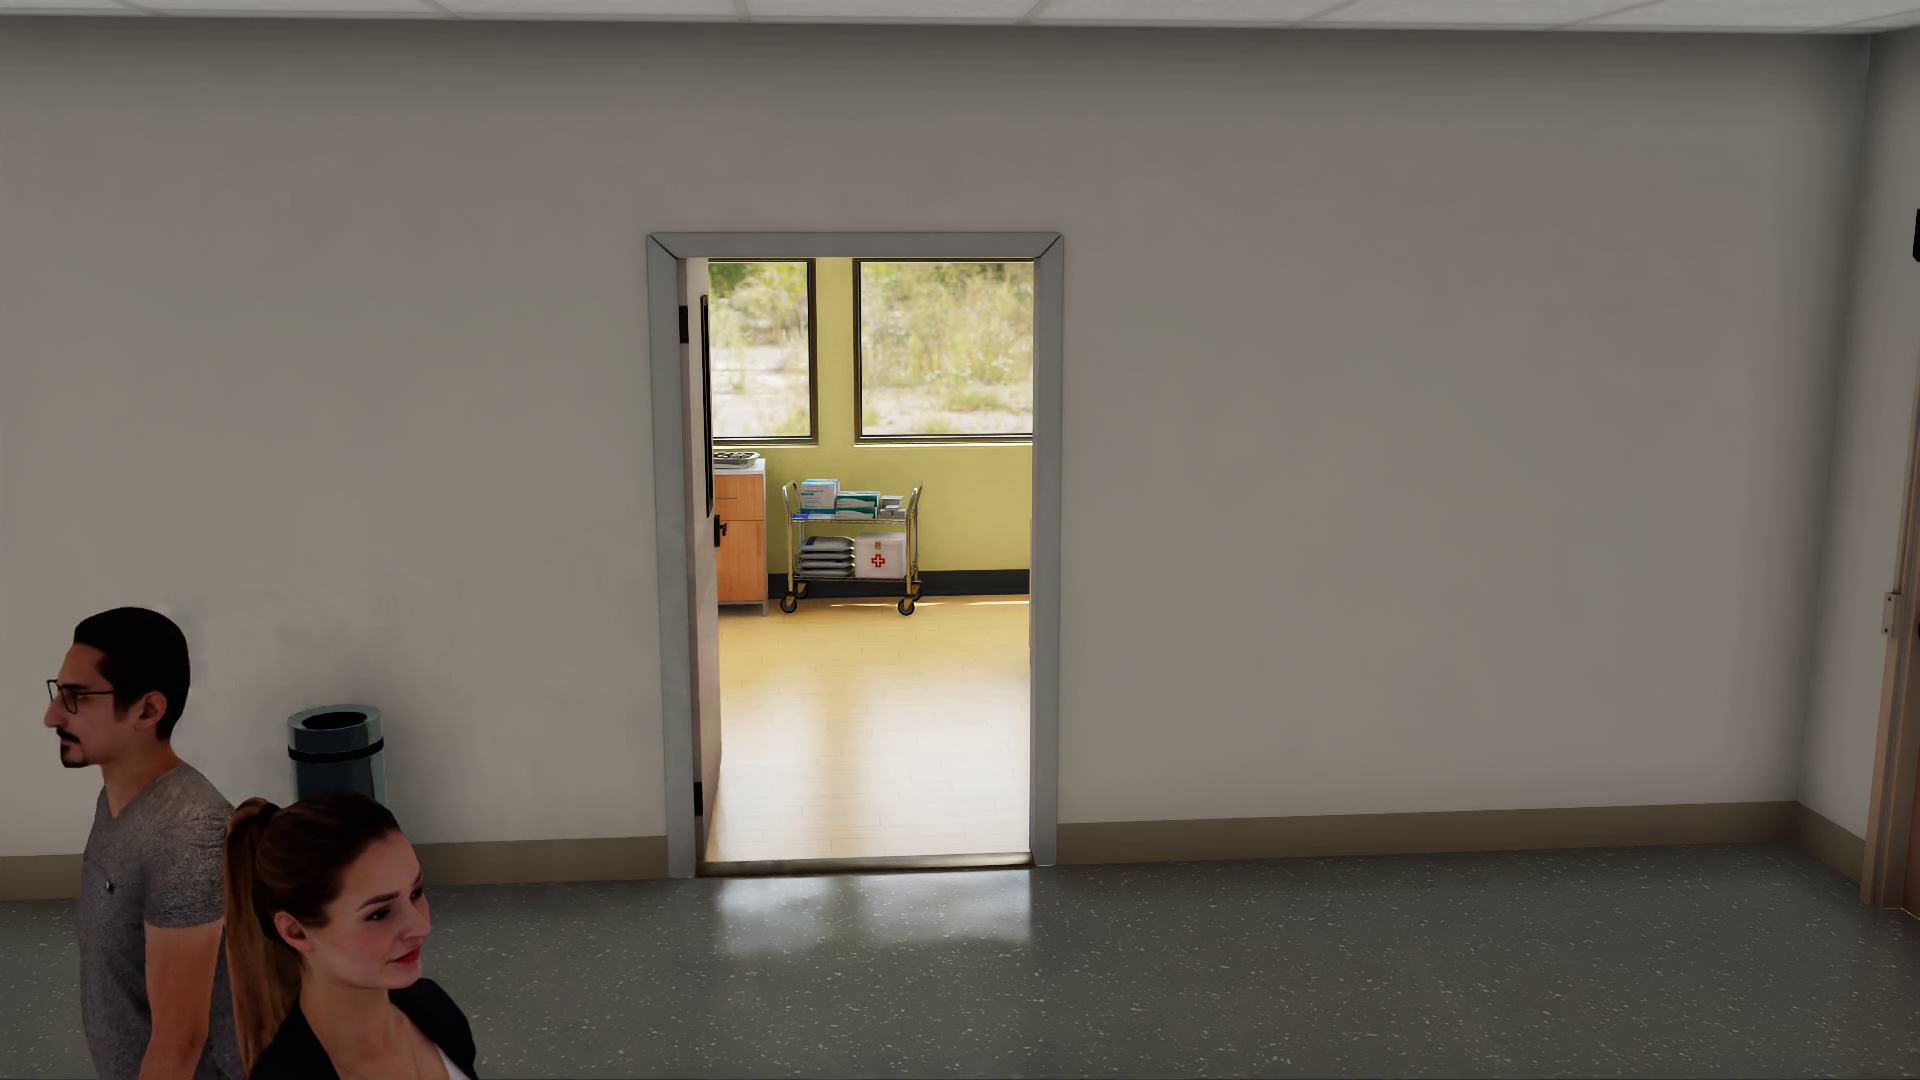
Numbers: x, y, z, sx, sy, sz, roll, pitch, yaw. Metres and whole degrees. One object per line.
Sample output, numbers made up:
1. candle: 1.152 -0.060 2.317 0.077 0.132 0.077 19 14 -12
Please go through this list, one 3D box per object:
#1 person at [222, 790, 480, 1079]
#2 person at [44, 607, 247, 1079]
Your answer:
1. person: -0.746 1.118 2.093 0.669 1.683 0.698 3 11 13
2. person: -1.195 0.967 2.807 1.080 1.714 1.172 10 14 42
